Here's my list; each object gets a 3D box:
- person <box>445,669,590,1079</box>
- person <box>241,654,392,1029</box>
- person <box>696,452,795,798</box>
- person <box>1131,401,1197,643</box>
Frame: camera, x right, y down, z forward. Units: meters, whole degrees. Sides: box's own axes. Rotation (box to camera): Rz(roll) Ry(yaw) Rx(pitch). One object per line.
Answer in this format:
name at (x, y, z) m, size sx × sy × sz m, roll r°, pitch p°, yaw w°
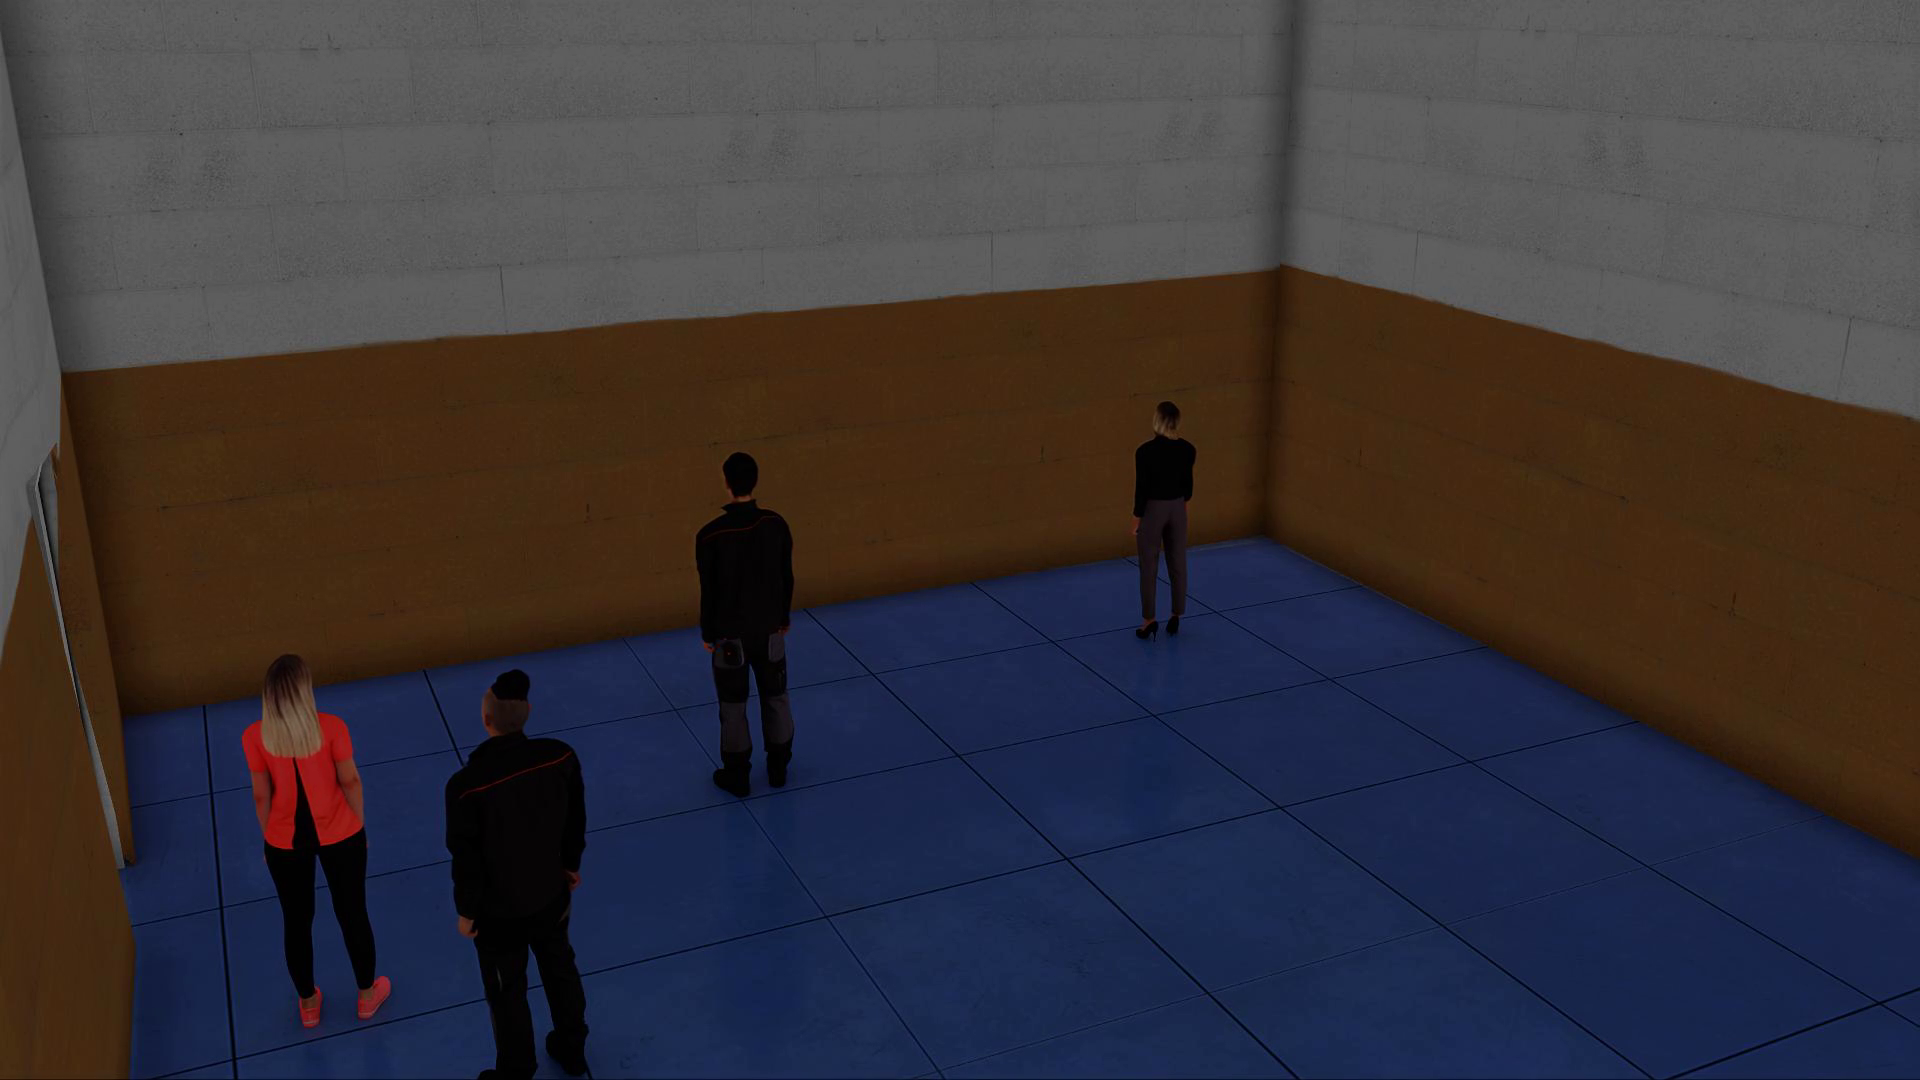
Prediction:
person at (-1.733, 1.352, 6.562) m, size 0.908 × 1.861 × 0.729 m, roll 16°, pitch 24°, yaw 39°
person at (-2.754, 1.278, 7.080) m, size 0.557 × 1.693 × 0.705 m, roll -3°, pitch 19°, yaw -9°
person at (-1.165, 0.457, 9.119) m, size 0.529 × 1.946 × 0.764 m, roll -10°, pitch 21°, yaw -27°
person at (1.376, -0.125, 11.277) m, size 0.476 × 1.672 × 0.664 m, roll -7°, pitch 20°, yaw -20°
